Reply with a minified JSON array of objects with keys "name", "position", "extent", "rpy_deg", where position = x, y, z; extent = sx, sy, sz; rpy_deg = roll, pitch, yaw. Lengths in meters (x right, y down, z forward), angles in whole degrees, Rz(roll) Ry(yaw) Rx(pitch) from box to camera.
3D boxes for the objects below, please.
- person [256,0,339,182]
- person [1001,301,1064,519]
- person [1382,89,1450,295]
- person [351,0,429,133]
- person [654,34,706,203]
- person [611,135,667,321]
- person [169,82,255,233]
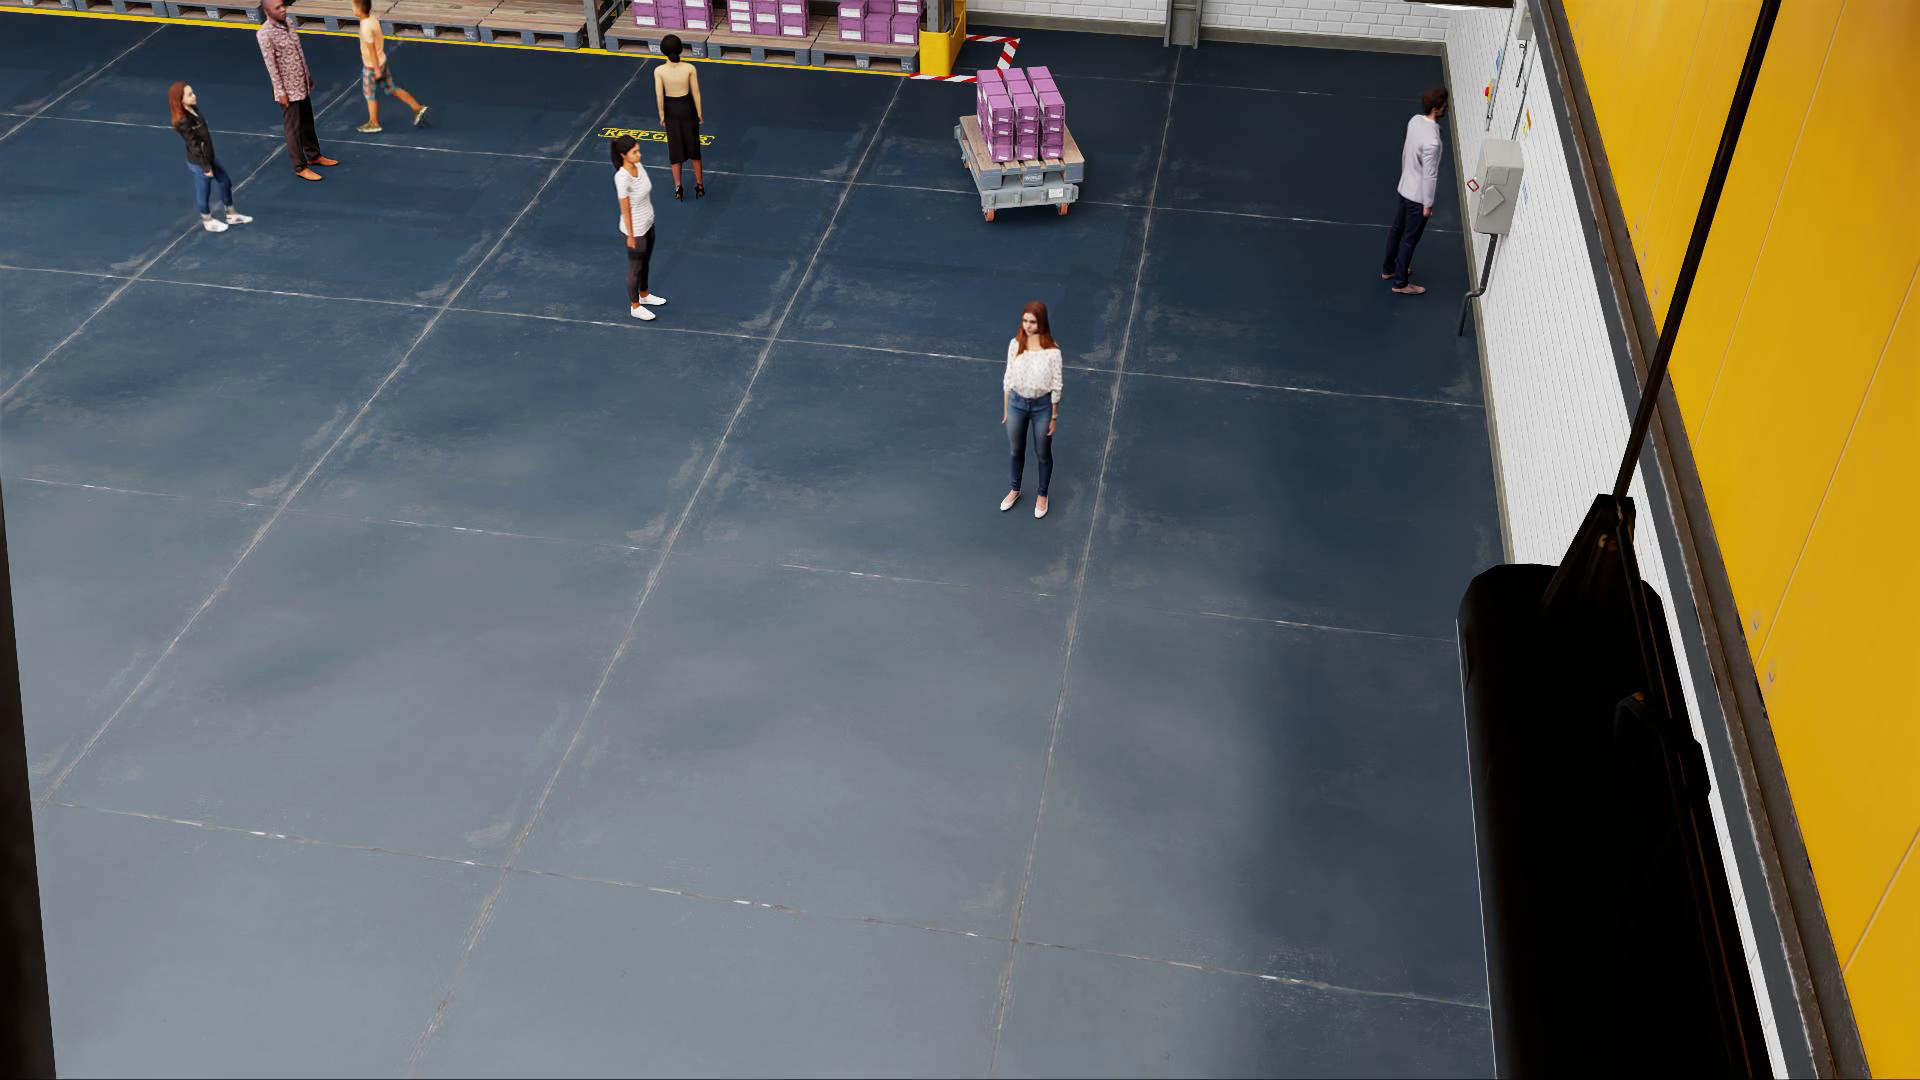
[{"name":"person","position":[-6.560,-4.460,16.297],"extent":[0.577,1.808,0.673],"rpy_deg":[7,39,9]},{"name":"person","position":[0.515,-0.954,11.970],"extent":[0.498,1.729,0.670],"rpy_deg":[13,40,16]},{"name":"person","position":[3.980,-3.060,14.510],"extent":[0.678,1.850,0.744],"rpy_deg":[-5,39,-6]},{"name":"person","position":[-5.951,-4.910,17.156],"extent":[1.015,1.439,0.707],"rpy_deg":[-3,39,-4]},{"name":"person","position":[-2.669,-4.031,15.884],"extent":[0.587,1.653,0.700],"rpy_deg":[-7,39,-9]},{"name":"person","position":[-2.763,-2.689,14.210],"extent":[0.526,1.645,0.577],"rpy_deg":[9,39,11]},{"name":"person","position":[-7.101,-3.531,15.406],"extent":[0.724,1.466,0.647],"rpy_deg":[-1,39,-2]}]
